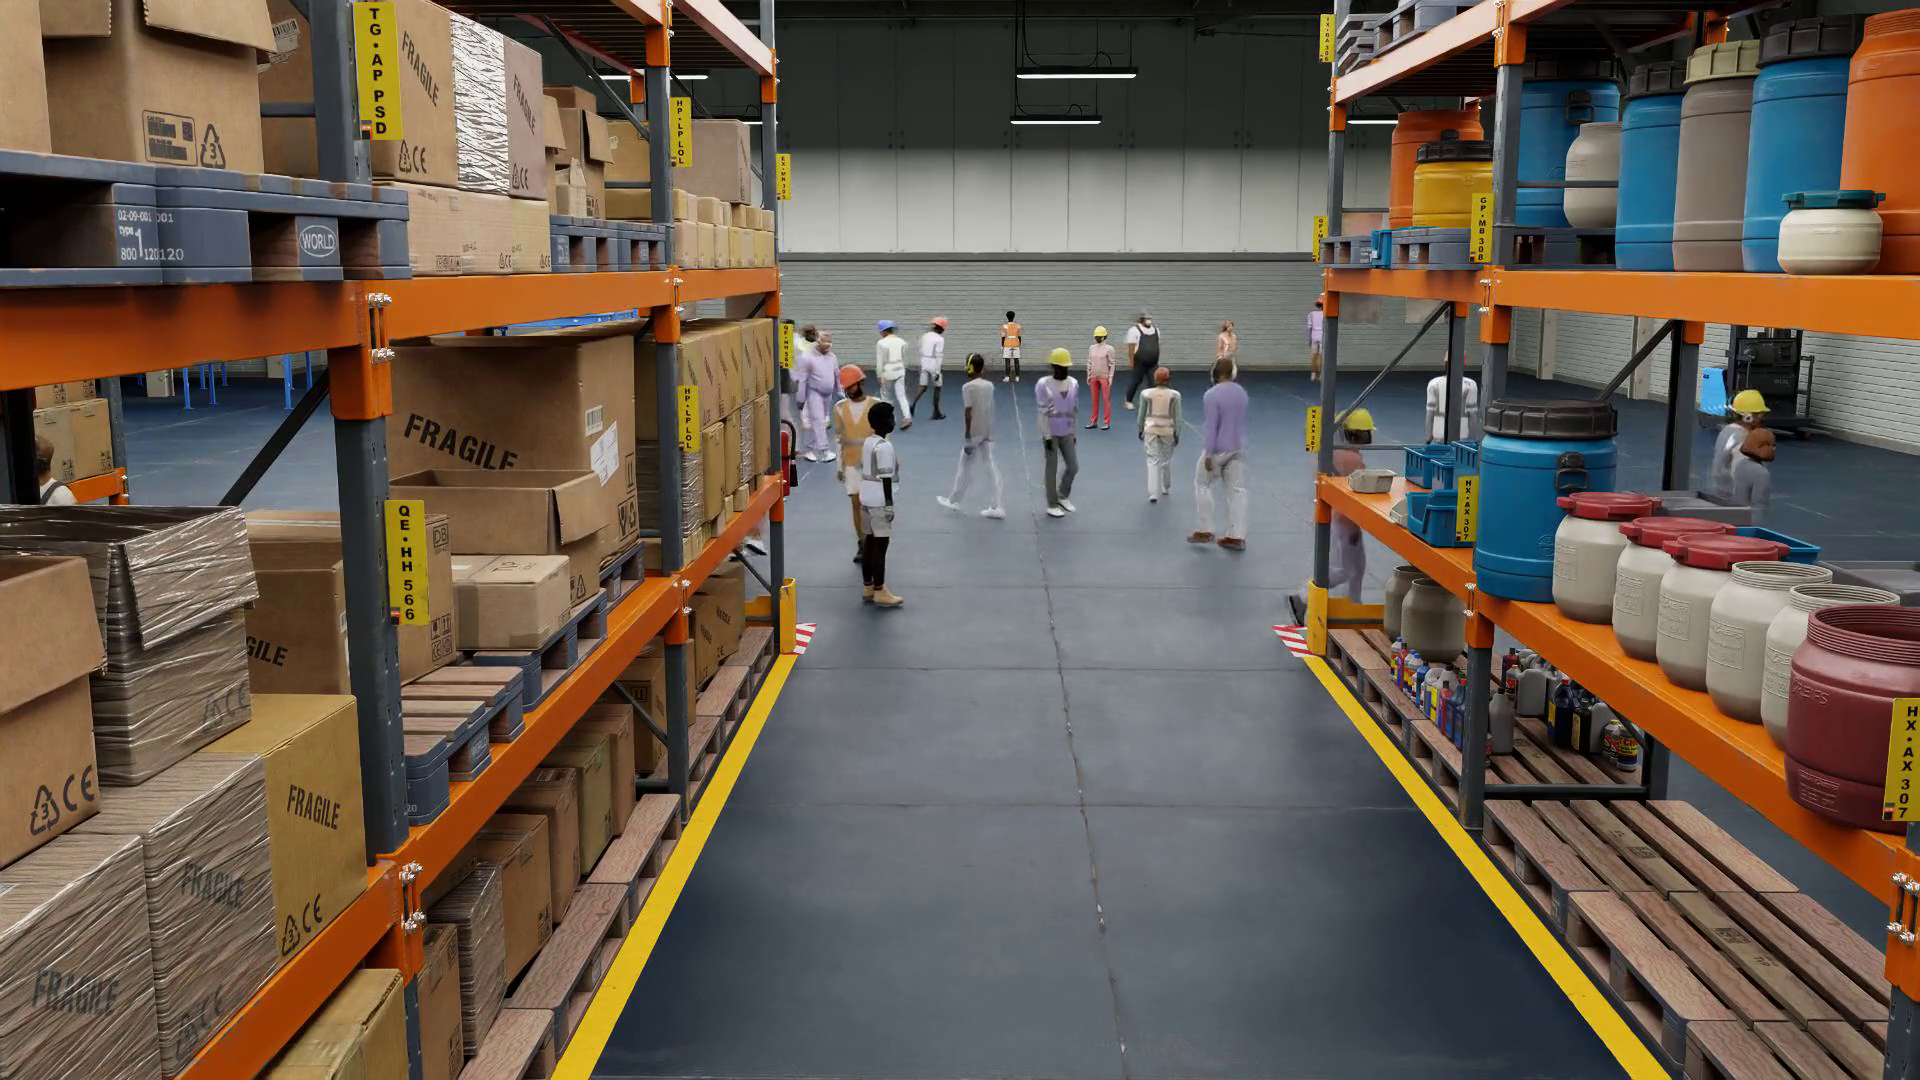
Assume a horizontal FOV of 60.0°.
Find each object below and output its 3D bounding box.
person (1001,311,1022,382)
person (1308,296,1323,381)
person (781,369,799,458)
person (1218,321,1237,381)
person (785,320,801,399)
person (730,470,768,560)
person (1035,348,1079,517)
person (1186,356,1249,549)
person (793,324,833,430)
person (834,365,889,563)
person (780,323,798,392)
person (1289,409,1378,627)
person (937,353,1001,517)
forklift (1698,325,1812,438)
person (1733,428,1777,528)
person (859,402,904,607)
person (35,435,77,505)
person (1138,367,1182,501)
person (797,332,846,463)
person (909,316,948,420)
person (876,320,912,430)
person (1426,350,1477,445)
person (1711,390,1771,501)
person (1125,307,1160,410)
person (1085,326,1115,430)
[{"bbox_3d":[1.224,-4.619,39.752,0.531,1.692,0.320,-3,10,-18],"label":"person"},{"bbox_3d":[8.708,-4.865,40.181,0.614,2.041,0.386,7,12,37],"label":"person"},{"bbox_3d":[-2.767,-2.139,24.116,0.904,1.946,0.630,-4,10,-21],"label":"person"},{"bbox_3d":[5.618,-3.809,35.093,0.531,1.622,0.423,-8,12,-38],"label":"person"},{"bbox_3d":[-3.494,-3.737,34.550,0.537,1.655,0.805,-5,11,-29],"label":"person"},{"bbox_3d":[-2.098,-0.755,16.041,0.649,1.892,0.435,2,10,14],"label":"person"},{"bbox_3d":[1.114,-1.204,18.674,0.592,1.903,0.466,-5,11,-28],"label":"person"},{"bbox_3d":[2.600,-0.889,16.750,0.639,1.909,0.733,-7,12,-37],"label":"person"},{"bbox_3d":[-2.491,-2.756,28.274,0.652,1.800,0.892,-4,10,-21],"label":"person"},{"bbox_3d":[-0.918,-0.760,16.086,0.562,1.891,0.728,2,10,14],"label":"person"},{"bbox_3d":[-2.855,-2.491,26.380,0.625,1.904,0.721,-6,11,-32],"label":"person"},{"bbox_3d":[2.924,-0.142,12.792,0.684,1.745,0.531,0,9,3],"label":"person"},{"bbox_3d":[0.129,-1.192,18.832,0.555,1.823,0.959,-9,13,-43],"label":"person"},{"bbox_3d":[13.248,-3.165,27.620,1.129,2.768,1.873,0,9,1],"label":"forklift"},{"bbox_3d":[6.064,-0.081,12.871,0.821,1.591,0.509,0,9,0],"label":"person"},{"bbox_3d":[-0.672,-0.308,13.919,0.321,1.696,0.536,-4,10,-21],"label":"person"},{"bbox_3d":[-5.455,0.278,9.971,0.517,1.842,0.325,6,11,31],"label":"person"},{"bbox_3d":[2.405,-1.283,20.068,0.514,1.593,0.865,1,10,5],"label":"person"},{"bbox_3d":[-1.953,-2.032,23.778,0.967,1.854,0.648,8,12,38],"label":"person"},{"bbox_3d":[-0.578,-3.111,30.152,0.597,1.887,0.838,9,13,43],"label":"person"},{"bbox_3d":[-1.138,-2.823,28.453,0.640,1.887,0.951,-7,12,-35],"label":"person"},{"bbox_3d":[5.456,-1.187,18.470,0.550,1.937,0.362,4,10,25],"label":"person"},{"bbox_3d":[6.329,-0.333,13.686,0.554,1.821,0.604,2,10,10],"label":"person"},{"bbox_3d":[3.536,-3.474,31.982,0.691,2.000,0.912,-4,10,-22],"label":"person"},{"bbox_3d":[2.403,-2.787,28.563,0.523,1.768,0.323,7,12,37],"label":"person"}]
